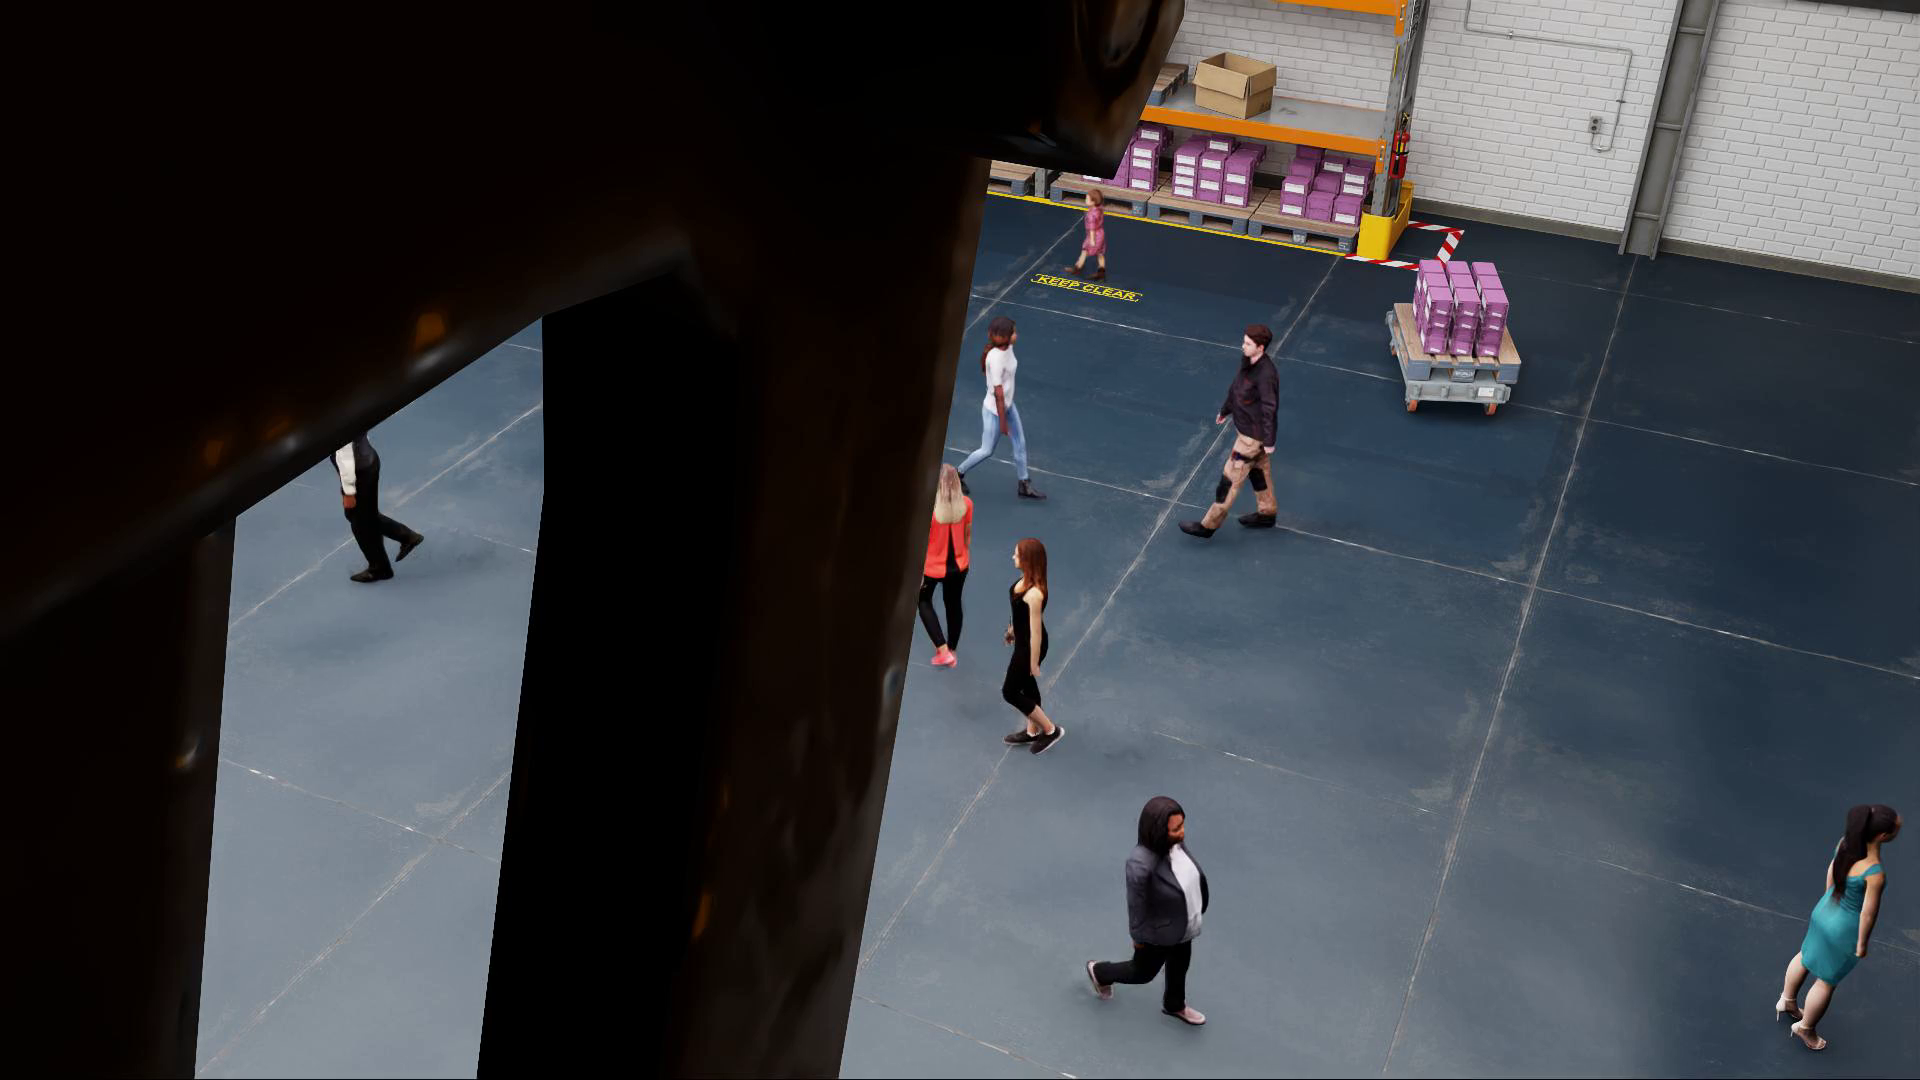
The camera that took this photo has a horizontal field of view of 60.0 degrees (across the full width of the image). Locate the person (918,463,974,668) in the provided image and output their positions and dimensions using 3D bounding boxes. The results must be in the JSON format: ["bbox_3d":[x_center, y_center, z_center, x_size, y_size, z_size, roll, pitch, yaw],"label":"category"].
[{"bbox_3d":[-0.081,0.243,11.881,0.766,1.683,0.827,-14,36,-20],"label":"person"}]

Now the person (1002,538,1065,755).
[{"bbox_3d":[0.547,0.717,11.140,0.764,1.713,0.694,1,34,1],"label":"person"}]

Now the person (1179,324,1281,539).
[{"bbox_3d":[2.435,-0.872,13.373,1.241,1.887,1.080,-3,34,-5],"label":"person"}]

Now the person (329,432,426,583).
[{"bbox_3d":[-4.531,-0.513,12.820,1.015,1.902,0.946,-9,35,-13],"label":"person"}]

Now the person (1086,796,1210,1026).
[{"bbox_3d":[1.053,2.067,9.232,0.974,1.578,0.741,19,38,26],"label":"person"}]

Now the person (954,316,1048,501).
[{"bbox_3d":[0.248,-1.062,13.842,1.137,1.685,0.681,10,35,15],"label":"person"}]

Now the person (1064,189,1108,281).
[{"bbox_3d":[1.477,-3.239,17.732,0.671,1.005,0.448,17,37,24],"label":"person"}]

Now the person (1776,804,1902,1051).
[{"bbox_3d":[4.802,2.097,9.084,0.622,1.692,0.614,-2,34,-3],"label":"person"}]
